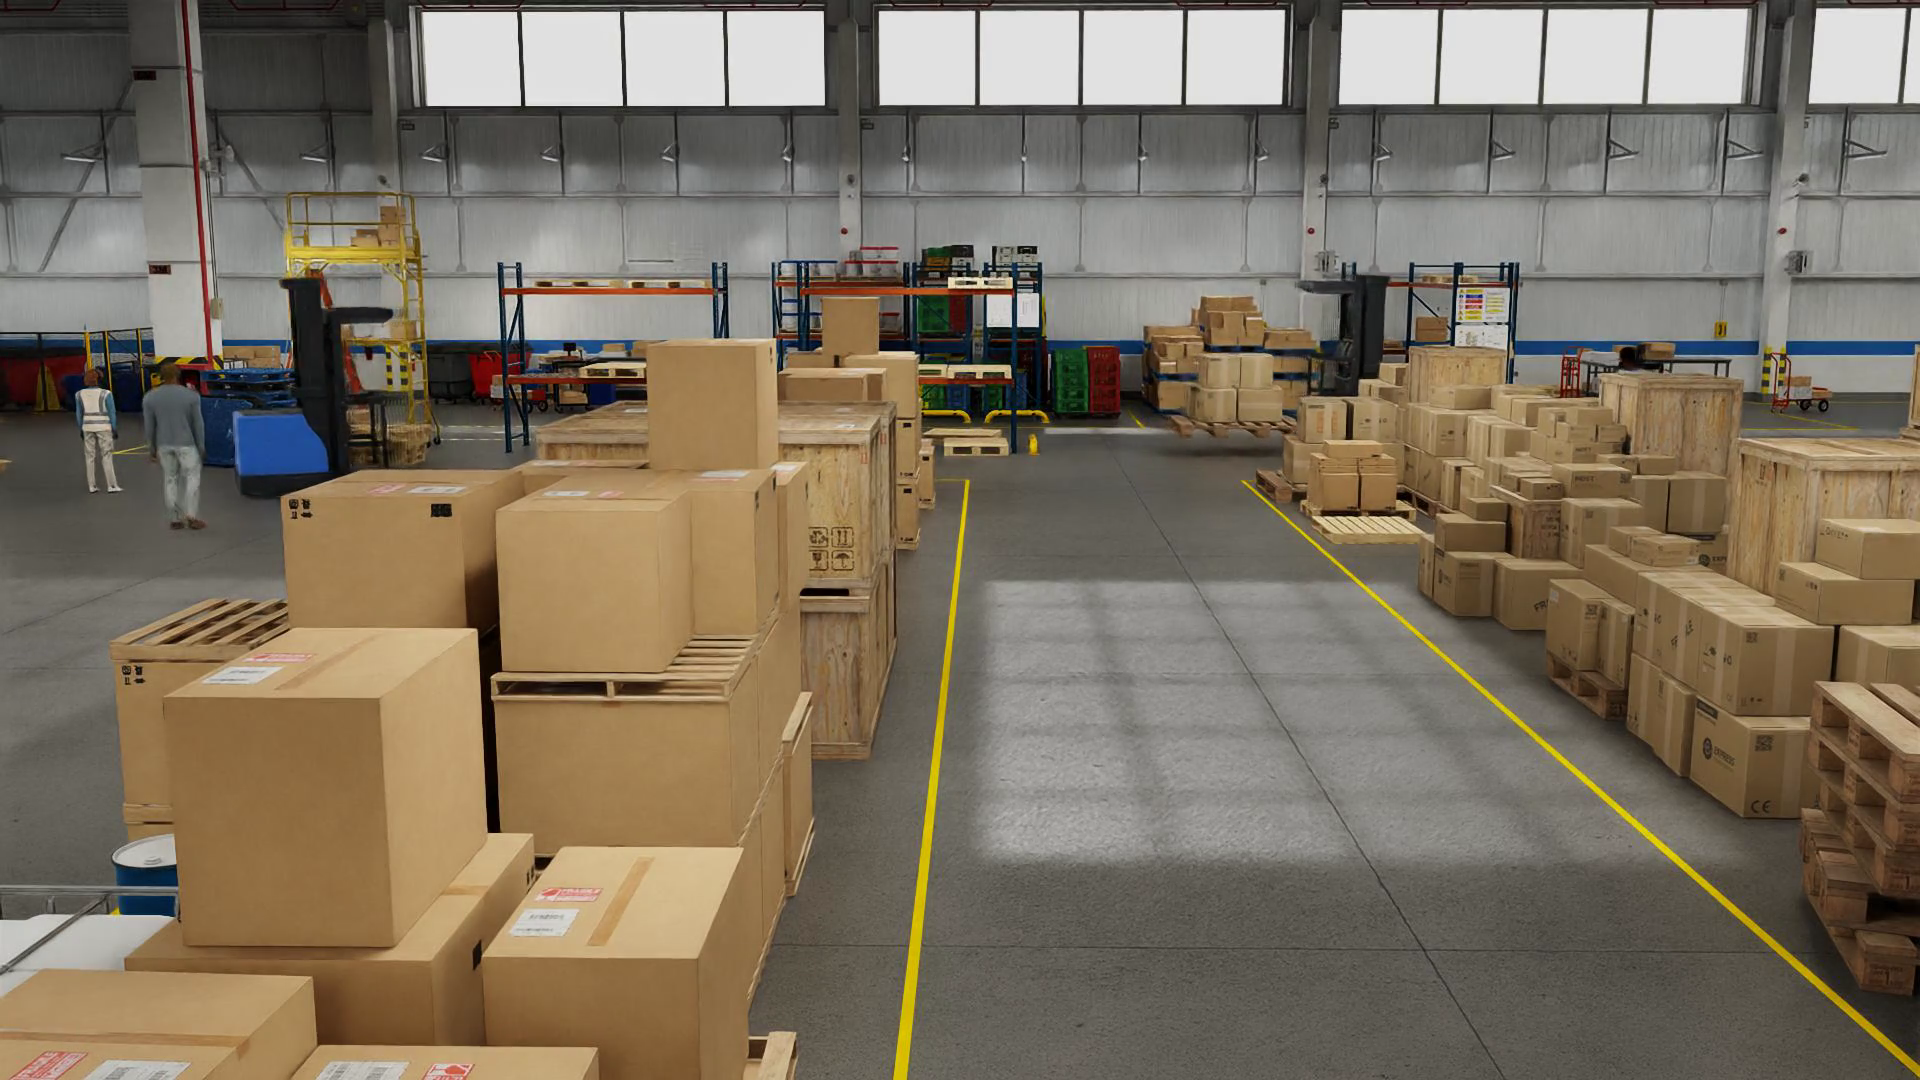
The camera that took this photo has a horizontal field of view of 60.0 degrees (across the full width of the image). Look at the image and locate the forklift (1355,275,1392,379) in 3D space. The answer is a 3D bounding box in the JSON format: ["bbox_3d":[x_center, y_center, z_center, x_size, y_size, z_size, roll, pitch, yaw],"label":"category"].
[{"bbox_3d":[6.522,-2.819,26.521,1.873,2.768,1.129,0,9,1],"label":"forklift"}]

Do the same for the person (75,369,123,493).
[{"bbox_3d":[-11.347,-1.427,21.890,0.512,1.642,0.312,0,9,1],"label":"person"}]

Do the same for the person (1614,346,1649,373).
[{"bbox_3d":[8.945,-1.657,22.455,0.631,1.904,0.591,-2,10,-10],"label":"person"}]

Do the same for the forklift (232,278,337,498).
[{"bbox_3d":[-8.564,-2.040,21.857,1.873,2.768,1.129,-5,11,-27],"label":"forklift"}]

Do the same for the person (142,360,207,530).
[{"bbox_3d":[-8.874,-1.066,18.842,0.637,1.938,0.386,-1,10,-6],"label":"person"}]
